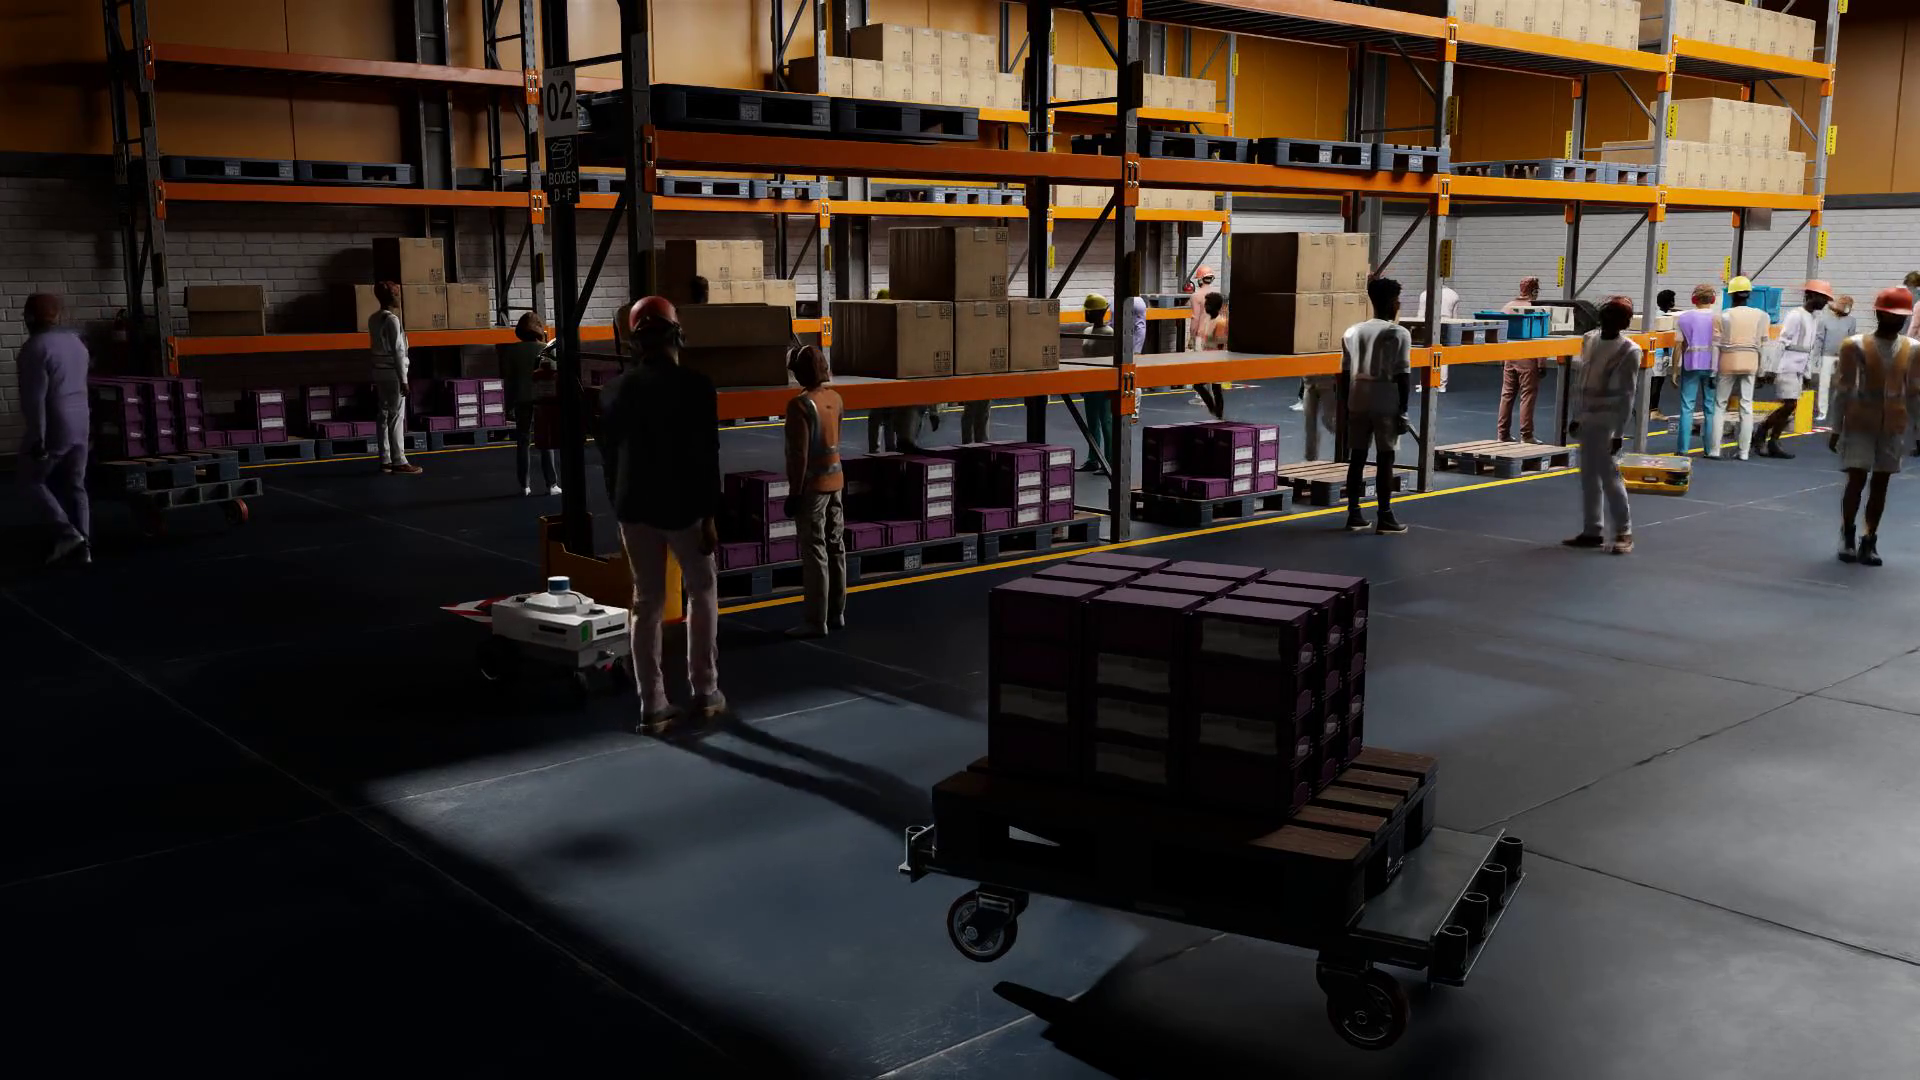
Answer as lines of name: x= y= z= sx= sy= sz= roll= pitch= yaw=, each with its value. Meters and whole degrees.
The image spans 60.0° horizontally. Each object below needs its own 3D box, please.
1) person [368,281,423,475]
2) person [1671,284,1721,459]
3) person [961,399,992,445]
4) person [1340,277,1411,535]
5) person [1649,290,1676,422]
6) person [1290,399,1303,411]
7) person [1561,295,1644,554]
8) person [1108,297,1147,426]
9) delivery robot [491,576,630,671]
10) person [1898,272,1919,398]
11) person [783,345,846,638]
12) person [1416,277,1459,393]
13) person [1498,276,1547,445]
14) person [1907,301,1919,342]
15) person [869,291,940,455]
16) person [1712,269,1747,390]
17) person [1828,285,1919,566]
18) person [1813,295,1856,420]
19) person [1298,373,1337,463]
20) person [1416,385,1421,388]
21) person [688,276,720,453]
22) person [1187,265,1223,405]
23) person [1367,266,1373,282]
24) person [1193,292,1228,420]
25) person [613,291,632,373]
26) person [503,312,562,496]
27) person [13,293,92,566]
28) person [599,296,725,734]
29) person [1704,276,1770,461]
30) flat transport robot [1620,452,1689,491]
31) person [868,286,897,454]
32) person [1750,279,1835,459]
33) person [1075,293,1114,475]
person: x=-5.543 y=-1.577 z=16.233 sx=0.355 sy=1.885 sz=0.576 roll=-9 pitch=13 yaw=-42
person: x=7.762 y=-1.757 z=17.445 sx=0.564 sy=1.837 sz=0.396 roll=2 pitch=10 yaw=12
person: x=0.200 y=-1.615 z=16.634 sx=0.403 sy=1.823 sz=0.586 roll=-5 pitch=11 yaw=-27
person: x=3.190 y=-1.024 z=12.756 sx=0.369 sy=1.963 sz=0.608 roll=-8 pitch=13 yaw=-40
person: x=9.052 y=-2.383 z=21.490 sx=0.317 sy=1.697 sz=0.540 roll=1 pitch=10 yaw=5
person: x=4.723 y=-2.654 z=22.953 sx=0.324 sy=1.740 sz=0.492 roll=1 pitch=10 yaw=3
person: x=4.654 y=-0.826 z=11.967 sx=0.385 sy=1.857 sz=0.657 roll=-2 pitch=10 yaw=-13
person: x=2.076 y=-2.394 z=20.874 sx=0.379 sy=1.933 sz=0.629 roll=-6 pitch=11 yaw=-32
delivery robot: x=-1.955 y=0.422 z=8.140 sx=0.707 sy=0.478 sz=0.477 roll=6 pitch=12 yaw=34
person: x=14.416 y=-3.124 z=25.293 sx=0.655 sy=1.879 sz=1.035 roll=5 pitch=11 yaw=27
person: x=-0.813 y=-0.270 z=9.300 sx=0.313 sy=1.638 sz=0.513 roll=4 pitch=11 yaw=24
person: x=7.390 y=-3.221 z=25.834 sx=0.648 sy=1.897 sz=0.399 roll=-1 pitch=10 yaw=-8
person: x=6.393 y=-2.024 z=18.826 sx=0.395 sy=1.899 sz=0.640 roll=-6 pitch=11 yaw=-31
person: x=13.017 y=-2.580 z=22.201 sx=0.665 sy=1.861 sz=0.951 roll=4 pitch=10 yaw=21
person: x=-0.512 y=-1.063 z=13.190 sx=0.958 sy=1.890 sz=0.567 roll=-9 pitch=13 yaw=-43
person: x=10.483 y=-2.685 z=22.533 sx=0.642 sy=1.938 sz=1.018 roll=0 pitch=10 yaw=1
person: x=6.287 y=-0.770 z=11.368 sx=0.581 sy=1.924 sz=0.435 roll=2 pitch=10 yaw=10
person: x=11.341 y=-2.361 z=21.597 sx=0.543 sy=1.625 sz=0.317 roll=1 pitch=10 yaw=4
person: x=3.684 y=-1.546 z=16.817 sx=0.552 sy=1.625 sz=0.523 roll=-8 pitch=13 yaw=-40
person: x=7.613 y=-3.383 z=26.845 sx=0.524 sy=1.871 sz=0.325 roll=-9 pitch=13 yaw=-42
person: x=-2.777 y=-1.858 z=17.781 sx=0.621 sy=1.910 sz=0.416 roll=6 pitch=12 yaw=33
person: x=3.497 y=-2.927 z=23.812 sx=0.623 sy=1.992 sz=0.397 roll=-7 pitch=12 yaw=-36
person: x=5.689 y=-2.919 z=23.704 sx=0.659 sy=2.022 sz=0.634 roll=2 pitch=10 yaw=11
person: x=3.066 y=-2.166 z=20.212 sx=0.368 sy=1.684 sz=0.543 roll=-3 pitch=10 yaw=-16
person: x=-3.559 y=-1.953 z=18.576 sx=0.619 sy=1.839 sz=0.430 roll=7 pitch=12 yaw=34
person: x=-3.789 y=-1.204 z=14.780 sx=0.499 sy=1.633 sz=0.281 roll=0 pitch=10 yaw=2
person: x=-6.197 y=-0.739 z=11.364 sx=0.453 sy=1.879 sz=0.655 roll=1 pitch=10 yaw=7
person: x=-1.356 y=-0.121 z=7.543 sx=0.643 sy=1.936 sz=0.671 roll=3 pitch=10 yaw=15
person: x=8.094 y=-1.781 z=17.334 sx=0.592 sy=1.916 sz=0.398 roll=2 pitch=10 yaw=9
flat transport robot: x=6.430 y=-0.644 z=15.482 sx=0.652 sy=0.197 sz=1.431 roll=4 pitch=11 yaw=23
person: x=-0.726 y=-1.621 z=16.646 sx=0.404 sy=1.827 sz=0.600 roll=-8 pitch=13 yaw=-41
person: x=8.719 y=-1.775 z=17.389 sx=0.594 sy=1.886 sz=0.622 roll=-9 pitch=13 yaw=-43
person: x=1.323 y=-1.515 z=16.216 sx=0.325 sy=1.765 sz=0.533 roll=-6 pitch=11 yaw=-29
